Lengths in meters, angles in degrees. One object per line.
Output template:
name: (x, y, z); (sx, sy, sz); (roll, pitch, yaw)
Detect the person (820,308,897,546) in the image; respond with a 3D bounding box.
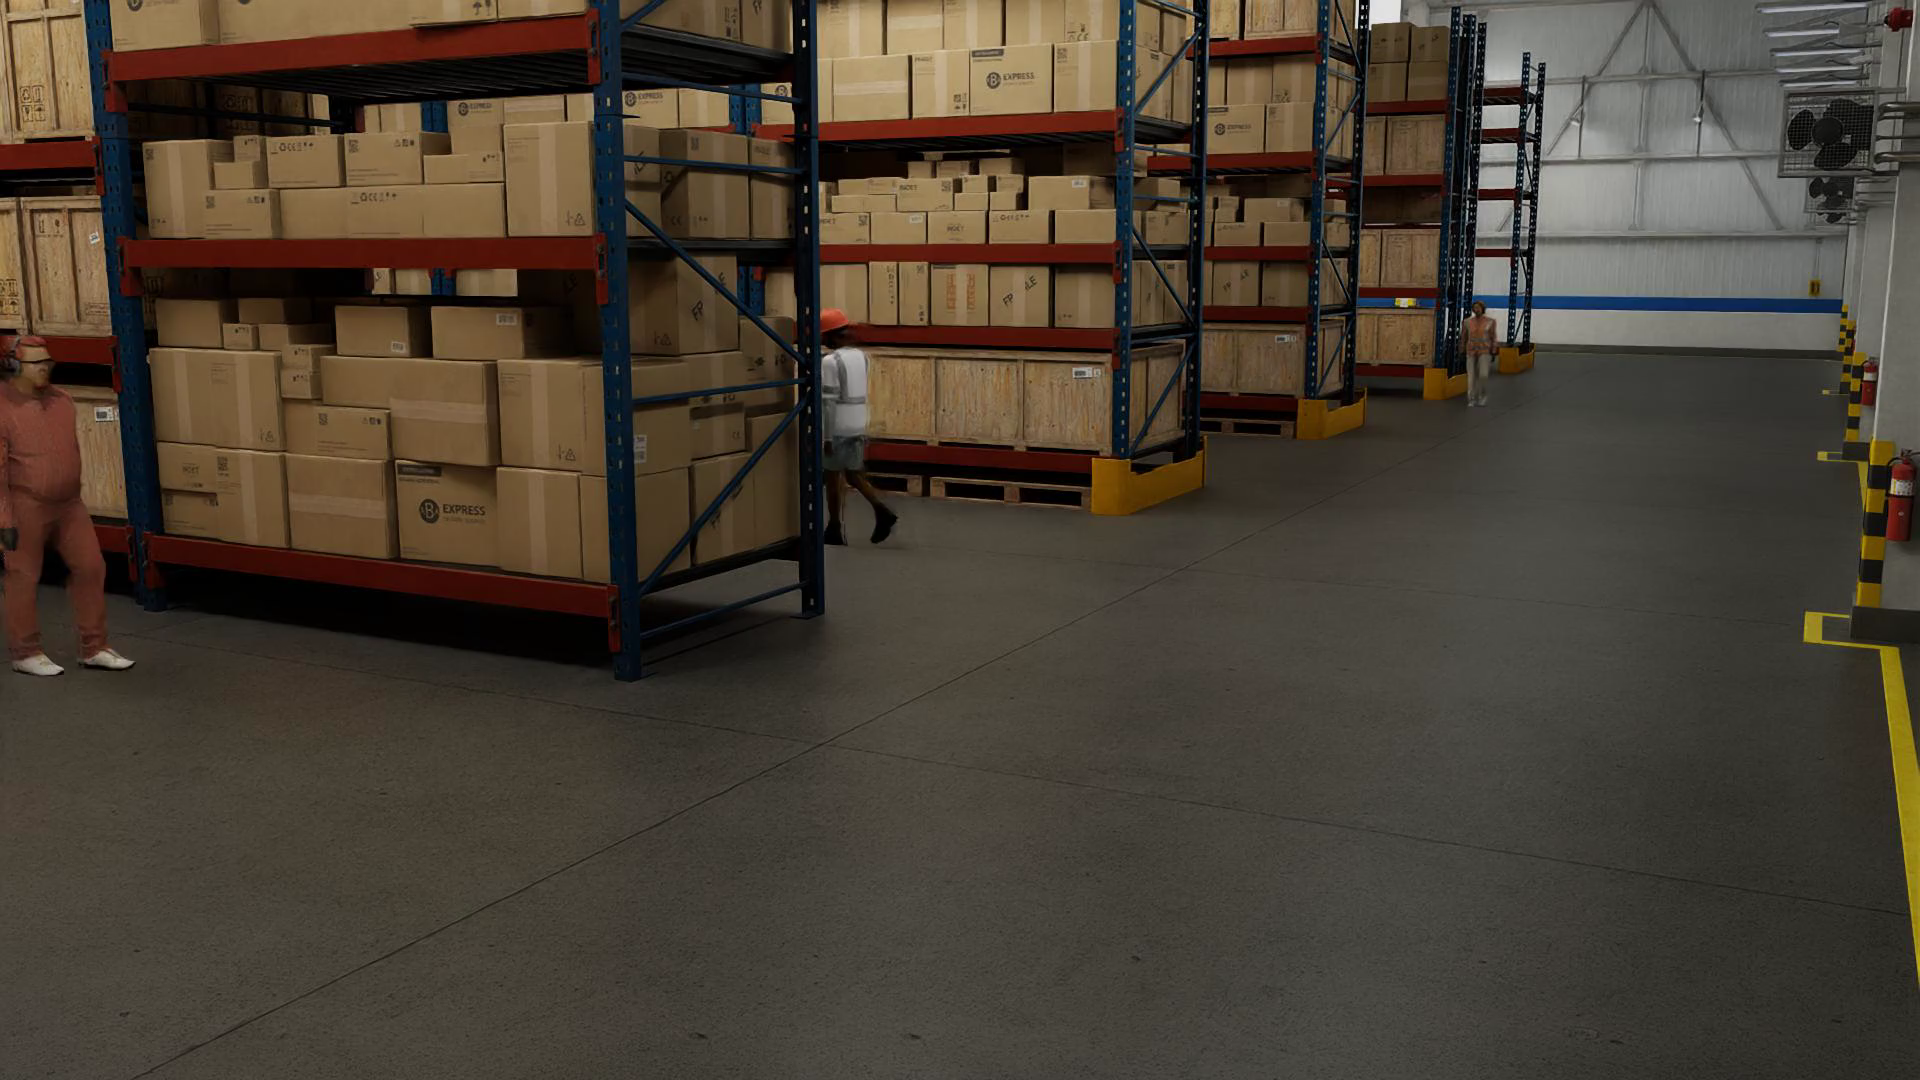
person: (-0.845, -0.879, 13.167); (0.687, 1.906, 0.555); (7, 12, 36)

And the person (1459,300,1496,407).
person: (7.822, -2.813, 25.173); (0.541, 1.620, 0.499); (5, 11, 26)

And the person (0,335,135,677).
person: (-4.926, -0.163, 9.058); (0.767, 1.881, 0.684); (3, 10, 19)
